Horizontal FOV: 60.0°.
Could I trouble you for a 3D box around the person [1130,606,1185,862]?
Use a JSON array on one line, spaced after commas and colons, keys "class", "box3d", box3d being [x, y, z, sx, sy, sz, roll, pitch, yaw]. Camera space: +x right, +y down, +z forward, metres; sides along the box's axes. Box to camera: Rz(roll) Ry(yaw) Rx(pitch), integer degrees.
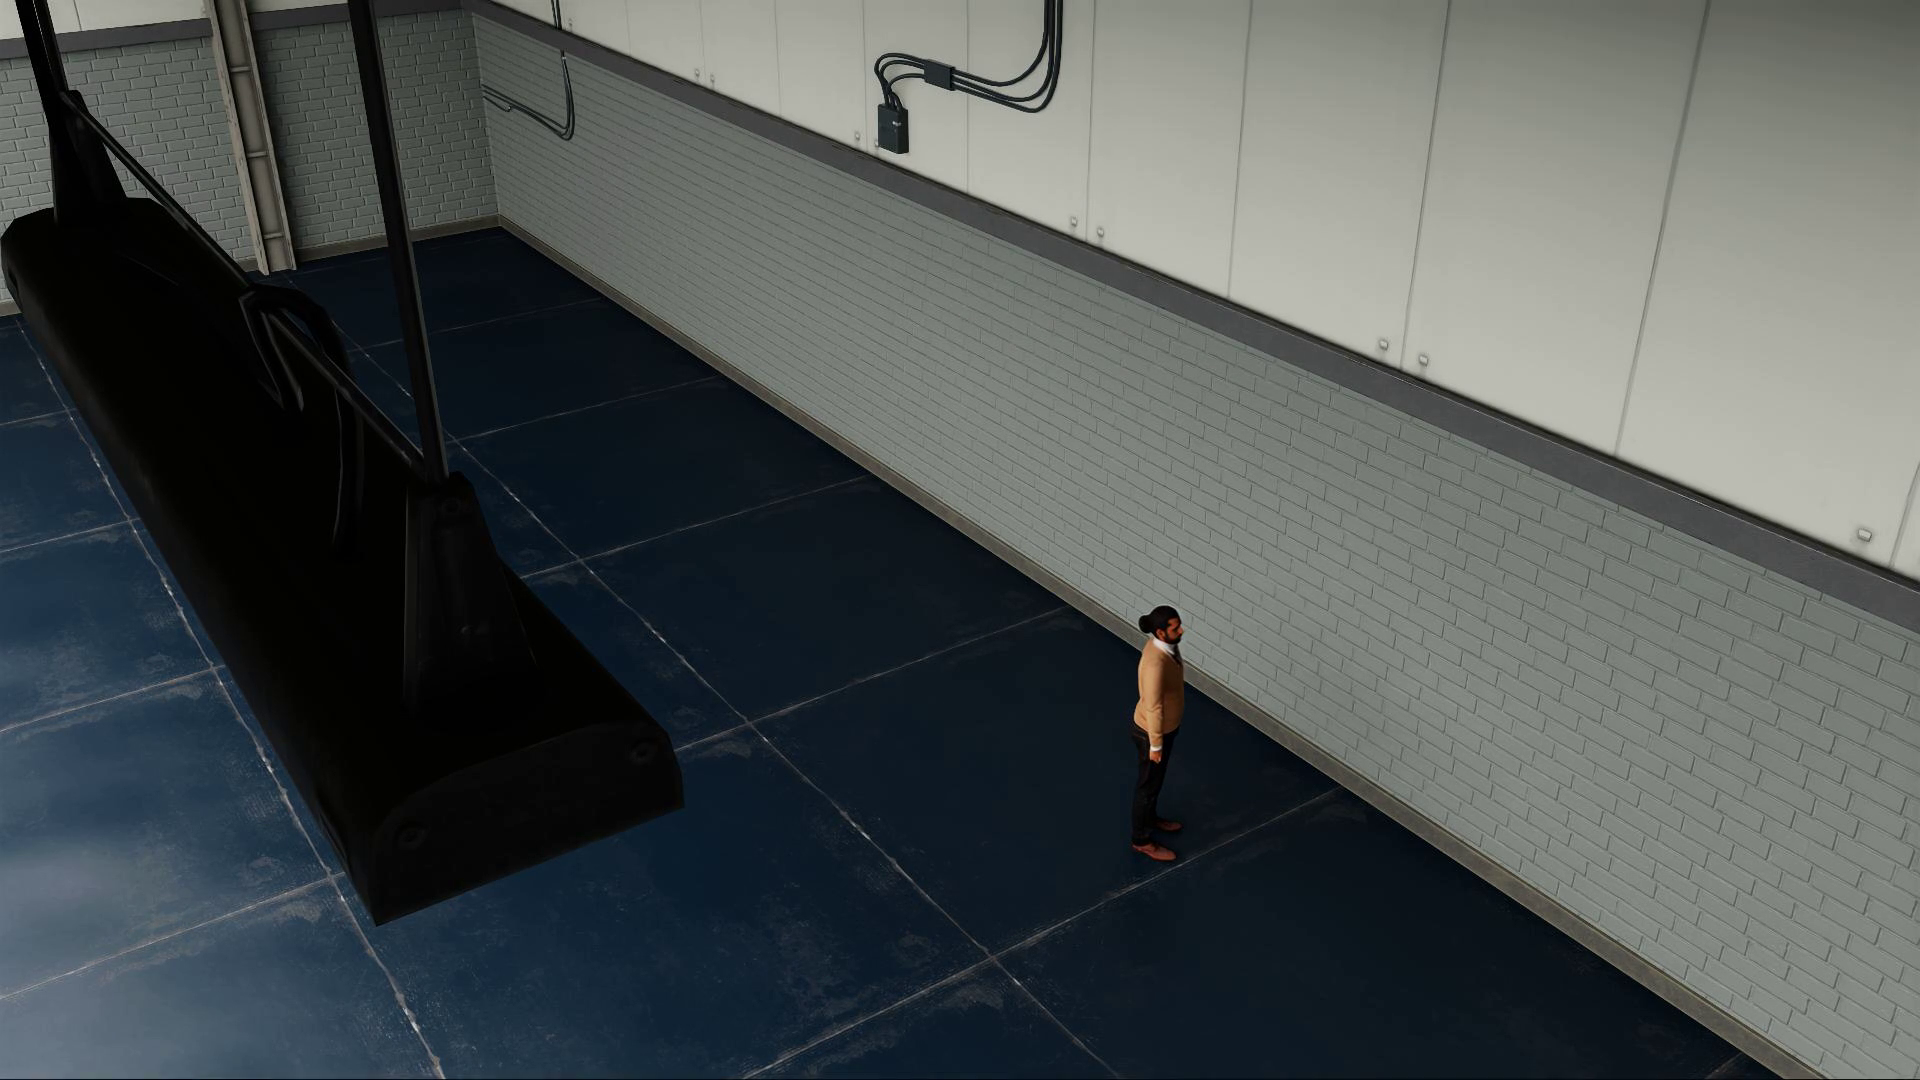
[{"class": "person", "box3d": [1.238, 1.179, 10.456, 0.814, 1.755, 0.740, 7, 29, 12]}]
